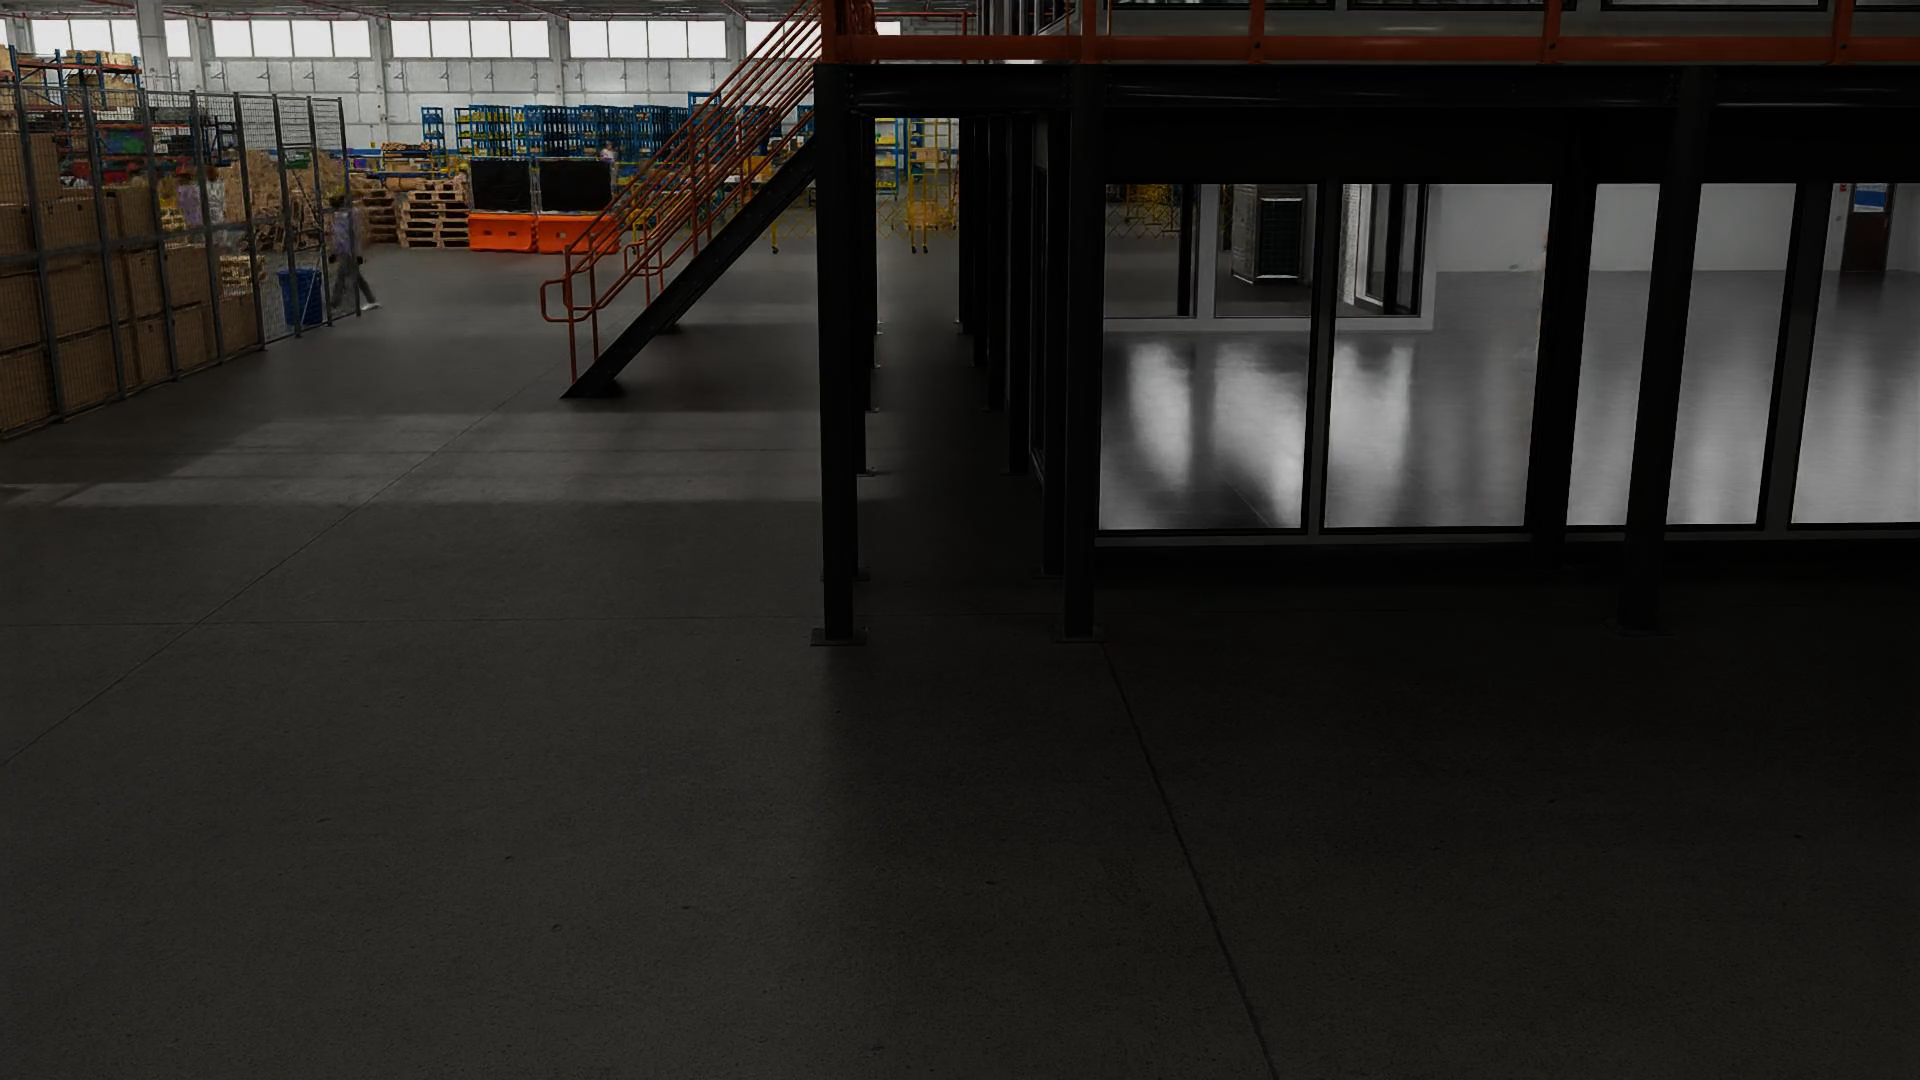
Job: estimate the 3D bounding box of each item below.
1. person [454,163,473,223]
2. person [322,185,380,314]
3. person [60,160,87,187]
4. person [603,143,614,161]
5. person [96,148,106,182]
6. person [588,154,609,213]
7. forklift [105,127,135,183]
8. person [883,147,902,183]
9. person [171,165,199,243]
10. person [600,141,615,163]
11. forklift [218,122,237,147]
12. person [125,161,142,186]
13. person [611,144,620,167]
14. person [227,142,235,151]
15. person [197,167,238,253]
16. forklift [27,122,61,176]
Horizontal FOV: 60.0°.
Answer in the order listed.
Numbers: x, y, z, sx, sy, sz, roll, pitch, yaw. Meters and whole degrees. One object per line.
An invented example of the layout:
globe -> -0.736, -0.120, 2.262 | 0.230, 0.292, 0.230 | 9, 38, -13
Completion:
person -> -13.283, -9.218, 44.530 | 0.520, 1.721, 0.738 | 2, 14, 9
person -> -9.061, -4.288, 24.522 | 1.017, 1.876, 0.602 | -13, 19, -42
person -> -17.640, -6.518, 33.086 | 0.674, 2.000, 0.535 | -5, 15, -20
person -> -15.559, -16.649, 73.859 | 0.399, 1.905, 0.643 | 5, 15, 18
person -> -34.236, -14.664, 66.135 | 0.588, 1.801, 0.833 | -2, 14, -8
person -> -11.258, -10.950, 51.240 | 0.958, 1.818, 0.545 | -5, 15, -19
forklift -> -36.451, -16.887, 72.827 | 1.873, 2.768, 1.129 | 3, 14, 13
person -> -3.168, -17.300, 76.694 | 0.950, 1.780, 0.600 | 0, 14, 1
person -> -13.898, -5.747, 30.052 | 0.756, 2.021, 0.625 | -1, 14, -5
person -> -16.213, -17.329, 76.464 | 0.686, 1.953, 0.452 | -1, 14, -6
forklift -> -39.720, -21.229, 90.180 | 1.129, 2.768, 1.873 | -11, 18, -37
person -> -19.046, -7.828, 38.626 | 0.971, 1.899, 0.557 | -10, 17, -36
person -> -16.193, -17.562, 77.699 | 0.565, 1.802, 0.923 | 2, 14, 7
person -> -34.756, -18.052, 79.459 | 0.647, 1.916, 0.434 | 7, 16, 25
person -> -16.041, -7.074, 35.728 | 0.659, 1.832, 0.864 | -12, 18, -39
forklift -> -35.376, -14.773, 64.377 | 1.129, 2.768, 1.873 | -1, 14, -2
